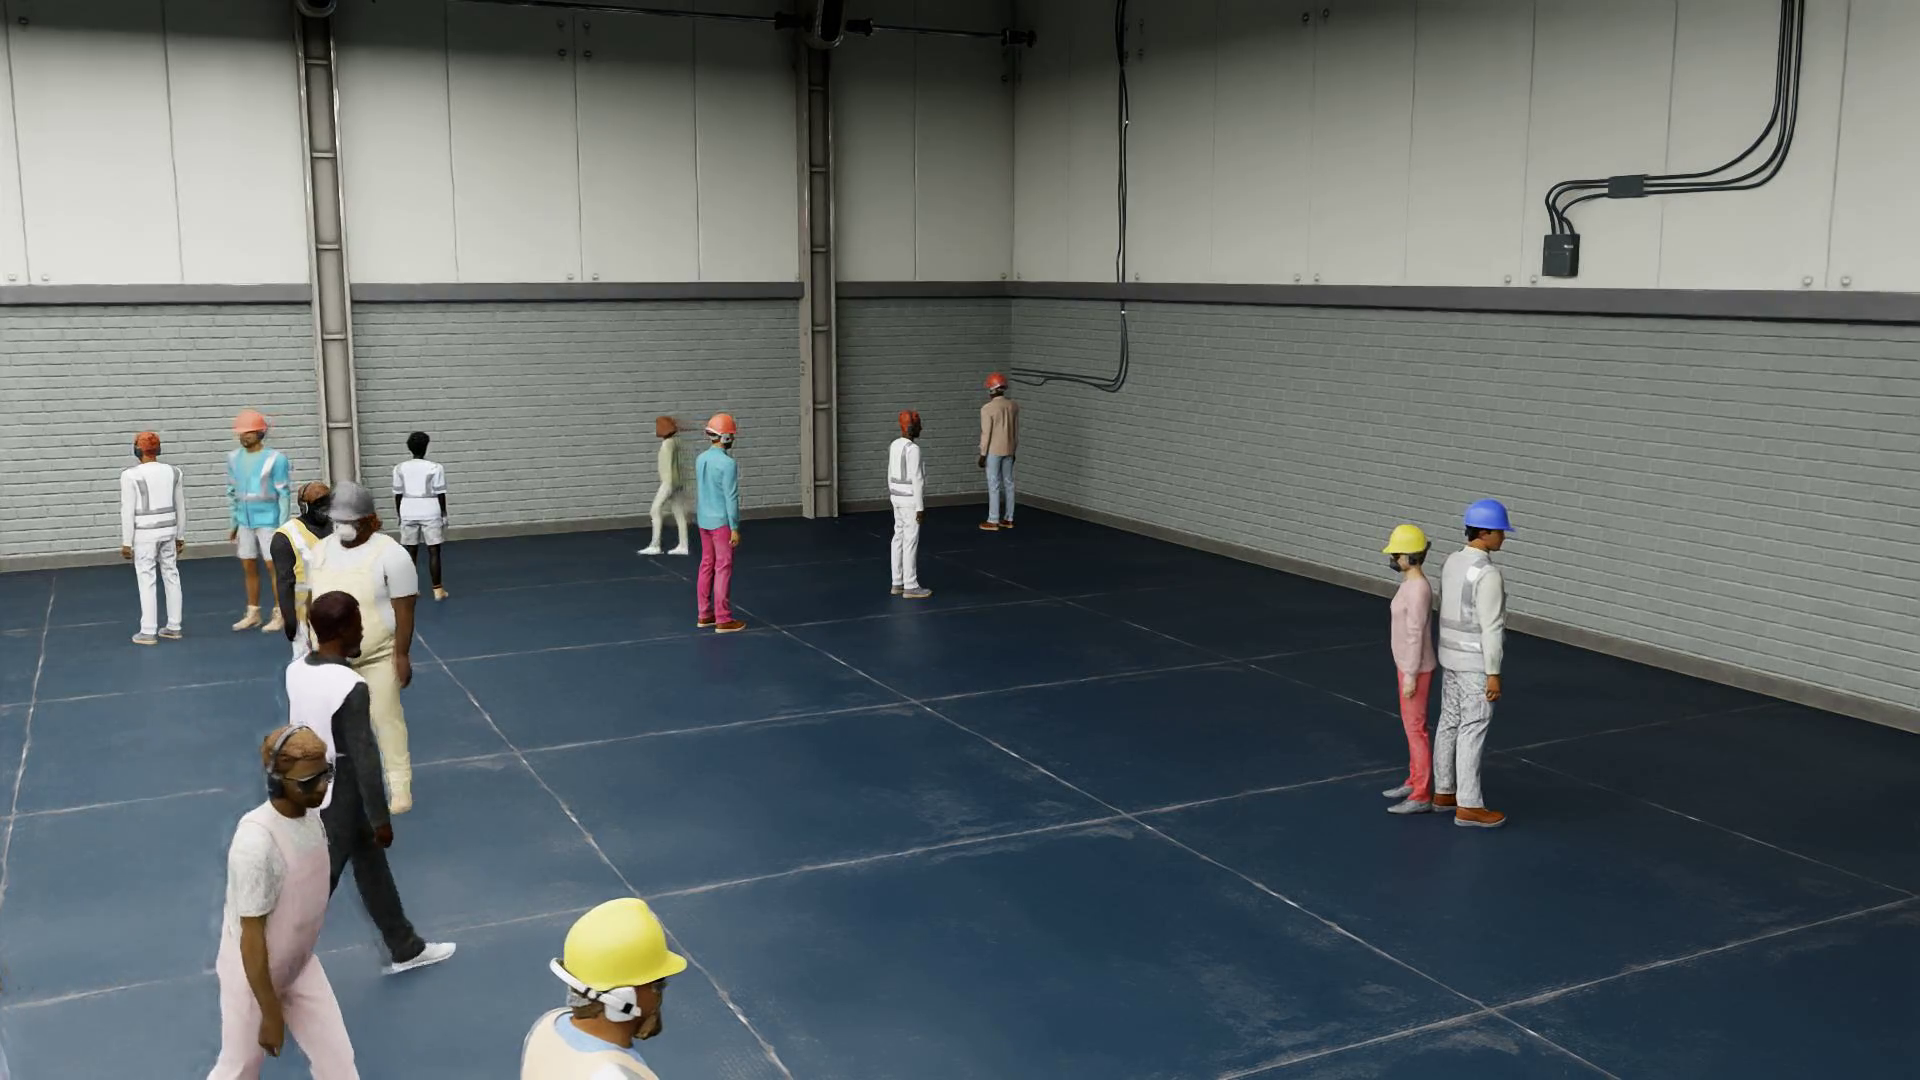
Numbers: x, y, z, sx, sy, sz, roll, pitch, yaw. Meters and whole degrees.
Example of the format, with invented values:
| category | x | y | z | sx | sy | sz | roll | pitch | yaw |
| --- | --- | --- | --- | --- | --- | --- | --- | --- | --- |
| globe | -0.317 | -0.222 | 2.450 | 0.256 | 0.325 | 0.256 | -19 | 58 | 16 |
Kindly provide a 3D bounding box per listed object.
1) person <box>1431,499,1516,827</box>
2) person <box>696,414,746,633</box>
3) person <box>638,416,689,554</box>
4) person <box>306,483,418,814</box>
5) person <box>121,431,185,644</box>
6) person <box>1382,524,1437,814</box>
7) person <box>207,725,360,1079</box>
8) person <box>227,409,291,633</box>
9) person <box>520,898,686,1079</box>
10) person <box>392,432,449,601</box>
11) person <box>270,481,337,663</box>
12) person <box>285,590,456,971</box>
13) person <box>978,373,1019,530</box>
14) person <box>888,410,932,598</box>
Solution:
| category | x | y | z | sx | sy | sz | roll | pitch | yaw |
| --- | --- | --- | --- | --- | --- | --- | --- | --- | --- |
| person | 3.052 | 0.718 | 9.896 | 0.399 | 1.943 | 0.615 | -2 | 9 | -11 |
| person | -2.182 | -0.159 | 15.192 | 0.416 | 1.985 | 0.611 | -7 | 12 | -39 |
| person | -3.449 | -0.621 | 19.149 | 0.677 | 1.606 | 0.535 | 0 | 9 | 0 |
| person | -3.646 | 0.649 | 10.032 | 0.713 | 2.000 | 0.535 | 2 | 9 | 14 |
| person | -7.115 | -0.022 | 14.690 | 0.366 | 1.880 | 0.582 | 5 | 11 | 29 |
| person | 2.717 | 0.777 | 10.117 | 0.346 | 1.760 | 0.528 | 2 | 9 | 10 |
| person | -2.315 | 1.485 | 5.656 | 0.995 | 1.786 | 0.556 | 1 | 9 | 8 |
| person | -6.364 | -0.166 | 15.050 | 0.615 | 2.040 | 0.392 | 2 | 10 | 14 |
| person | -0.828 | 1.742 | 3.983 | 0.405 | 1.824 | 0.585 | -6 | 11 | -33 |
| person | -5.359 | -0.230 | 16.536 | 0.537 | 1.692 | 0.320 | 1 | 9 | 5 |
| person | -4.410 | 0.510 | 11.503 | 0.429 | 1.844 | 0.626 | 6 | 11 | 31 |
| person | -2.803 | 1.155 | 7.468 | 1.031 | 1.874 | 0.601 | -8 | 12 | -42 |
| person | 0.485 | -1.119 | 21.064 | 0.608 | 1.996 | 0.375 | -8 | 12 | -41 |
| person | -0.519 | -0.364 | 16.755 | 0.341 | 1.882 | 0.587 | -5 | 10 | -28 |
